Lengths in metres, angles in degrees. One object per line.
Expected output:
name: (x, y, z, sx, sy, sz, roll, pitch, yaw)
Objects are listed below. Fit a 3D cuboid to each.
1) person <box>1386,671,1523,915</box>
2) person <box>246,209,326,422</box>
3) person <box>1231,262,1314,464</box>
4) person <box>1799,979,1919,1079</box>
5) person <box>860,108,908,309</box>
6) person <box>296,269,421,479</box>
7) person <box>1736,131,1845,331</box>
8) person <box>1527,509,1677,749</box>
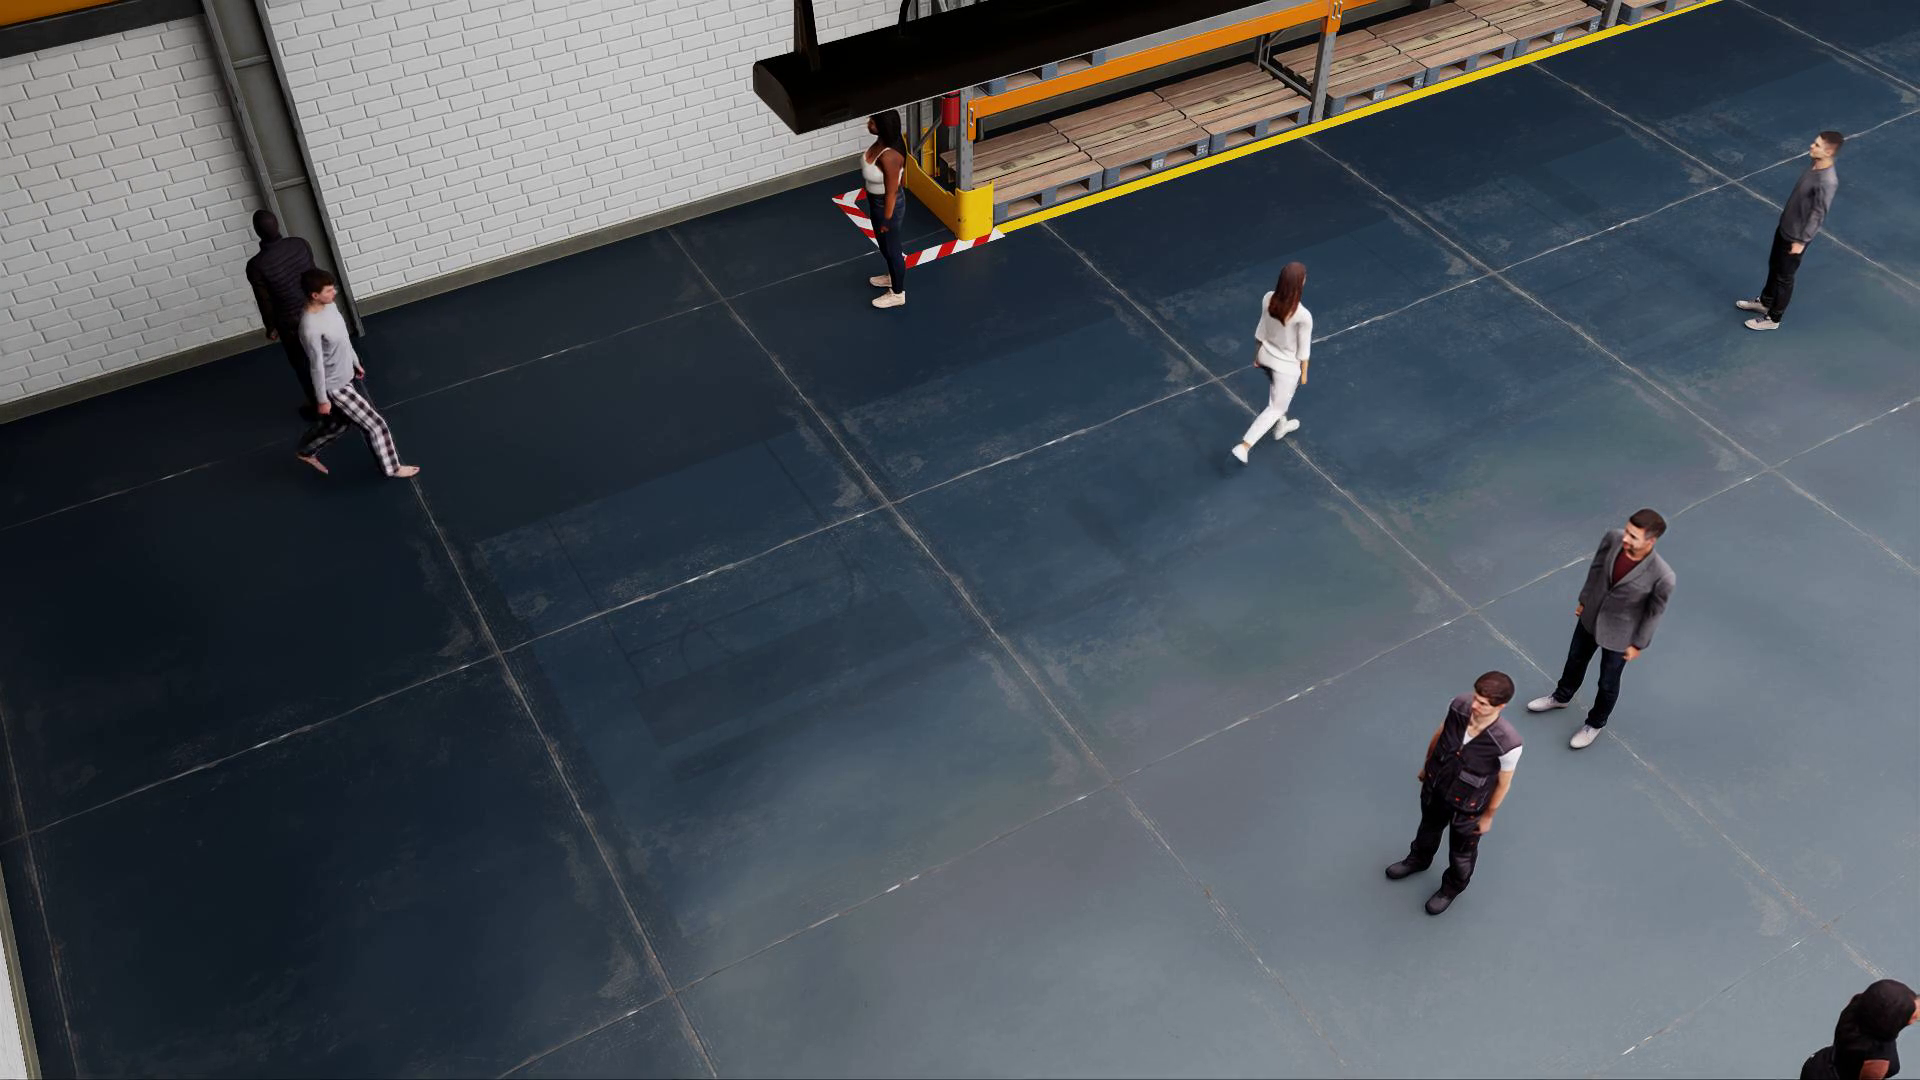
person: (2.798, 1.385, 9.281, 0.587, 1.848, 0.675, -26, 49, -25)
person: (-4.991, -1.690, 12.517, 0.832, 1.836, 0.677, 26, 49, 25)
person: (2.321, -1.272, 12.203, 1.067, 1.665, 0.700, -29, 51, -27)
person: (4.219, 2.653, 8.028, 0.722, 1.740, 0.675, 8, 44, 8)
person: (-0.585, -2.756, 13.655, 0.742, 1.810, 0.733, -3, 44, -4)
person: (-4.585, -1.148, 11.974, 1.225, 1.802, 0.979, -3, 44, -3)
person: (6.753, -2.500, 13.423, 0.725, 1.760, 0.697, 5, 44, 5)
person: (3.979, 0.515, 10.177, 0.557, 1.871, 0.675, -22, 48, -21)
